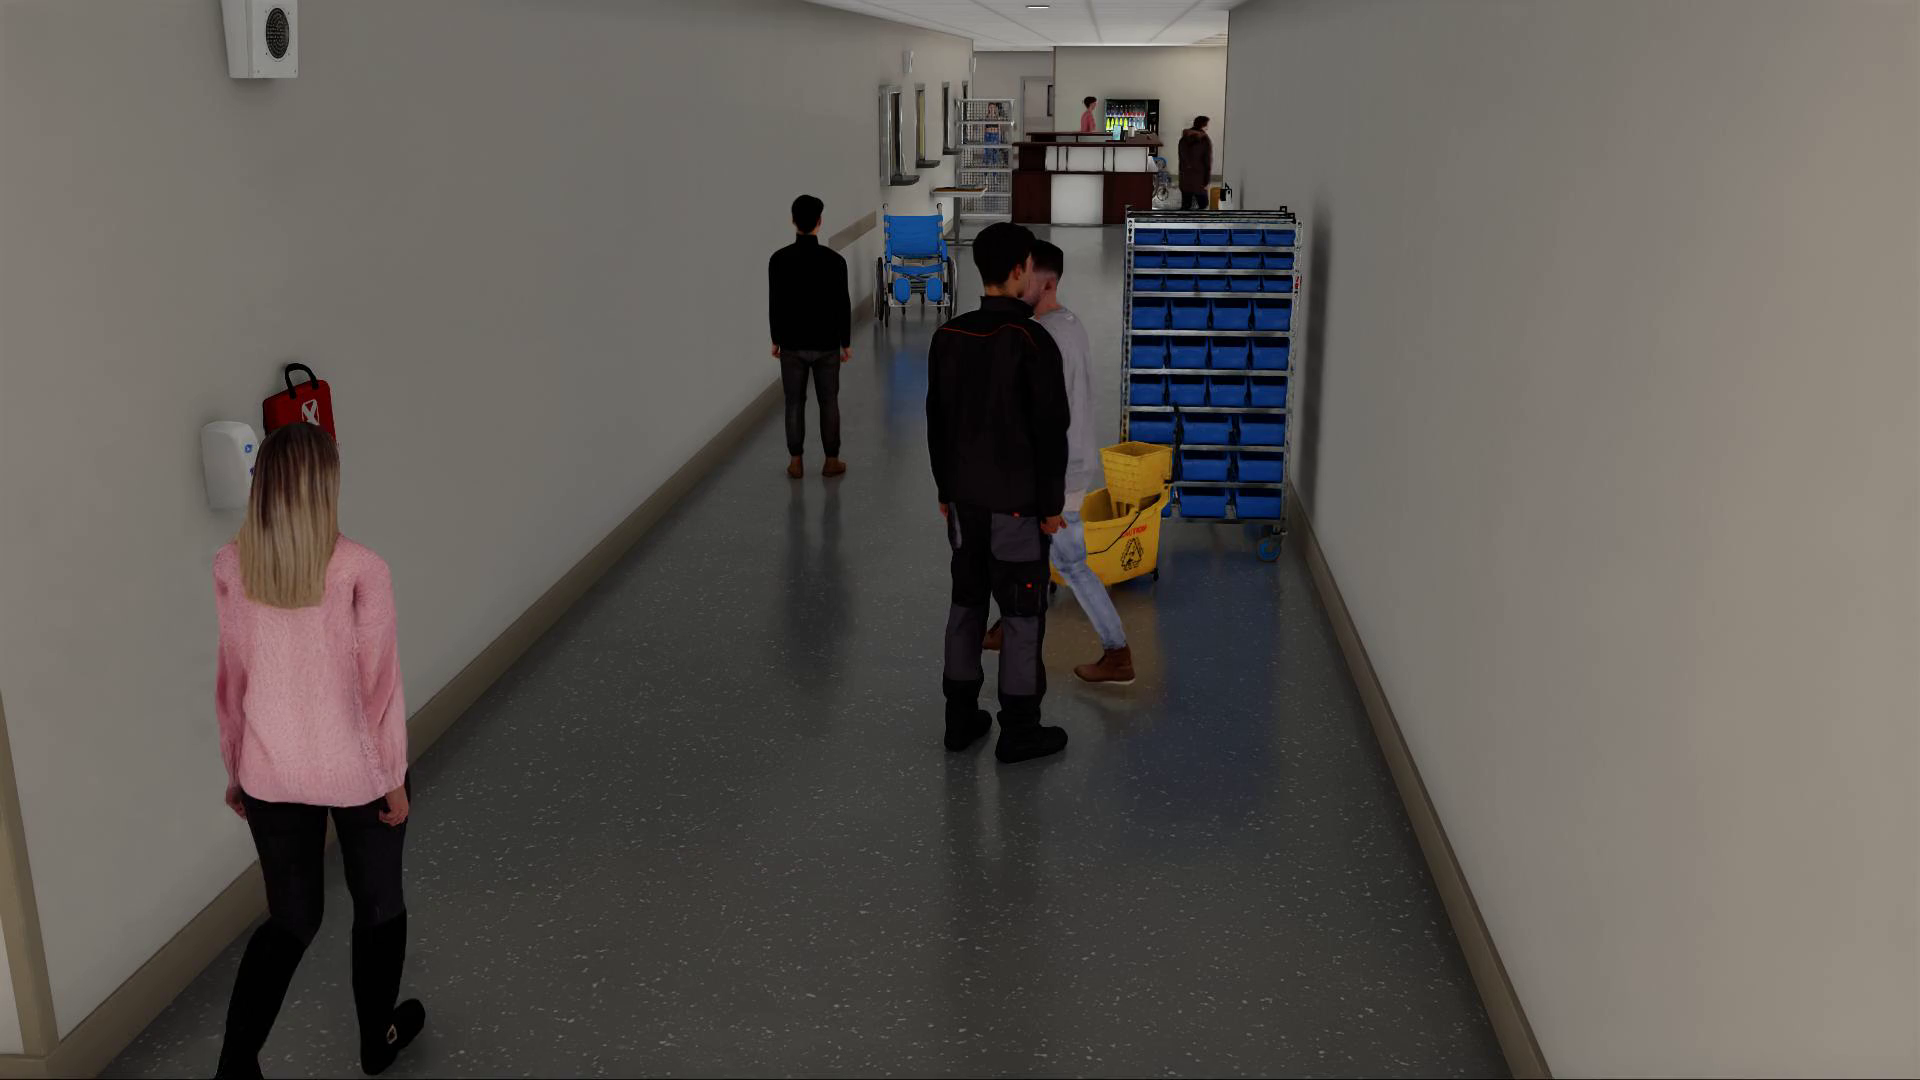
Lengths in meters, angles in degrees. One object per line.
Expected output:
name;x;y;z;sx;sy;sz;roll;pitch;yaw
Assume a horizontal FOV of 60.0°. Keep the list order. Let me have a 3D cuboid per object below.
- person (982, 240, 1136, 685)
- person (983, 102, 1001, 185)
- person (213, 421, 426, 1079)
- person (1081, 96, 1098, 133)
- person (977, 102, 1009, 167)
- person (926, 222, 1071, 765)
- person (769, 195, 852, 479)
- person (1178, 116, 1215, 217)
person;0.447;-0.252;6.592;1.087;1.783;0.814;6;17;21
person;0.711;-8.813;36.954;0.584;1.784;0.700;-3;16;-12
person;-1.514;0.584;3.847;0.924;1.663;0.667;2;16;8
person;2.472;-7.953;33.676;1.311;1.908;0.898;-3;16;-11
person;0.989;-10.384;42.709;1.205;1.687;0.926;9;18;29
person;0.132;-0.170;6.001;0.735;1.945;0.854;11;19;34
person;-0.925;-1.246;10.226;0.473;1.723;0.720;0;16;1
person;3.294;-5.102;23.728;0.821;1.819;0.938;10;19;32
